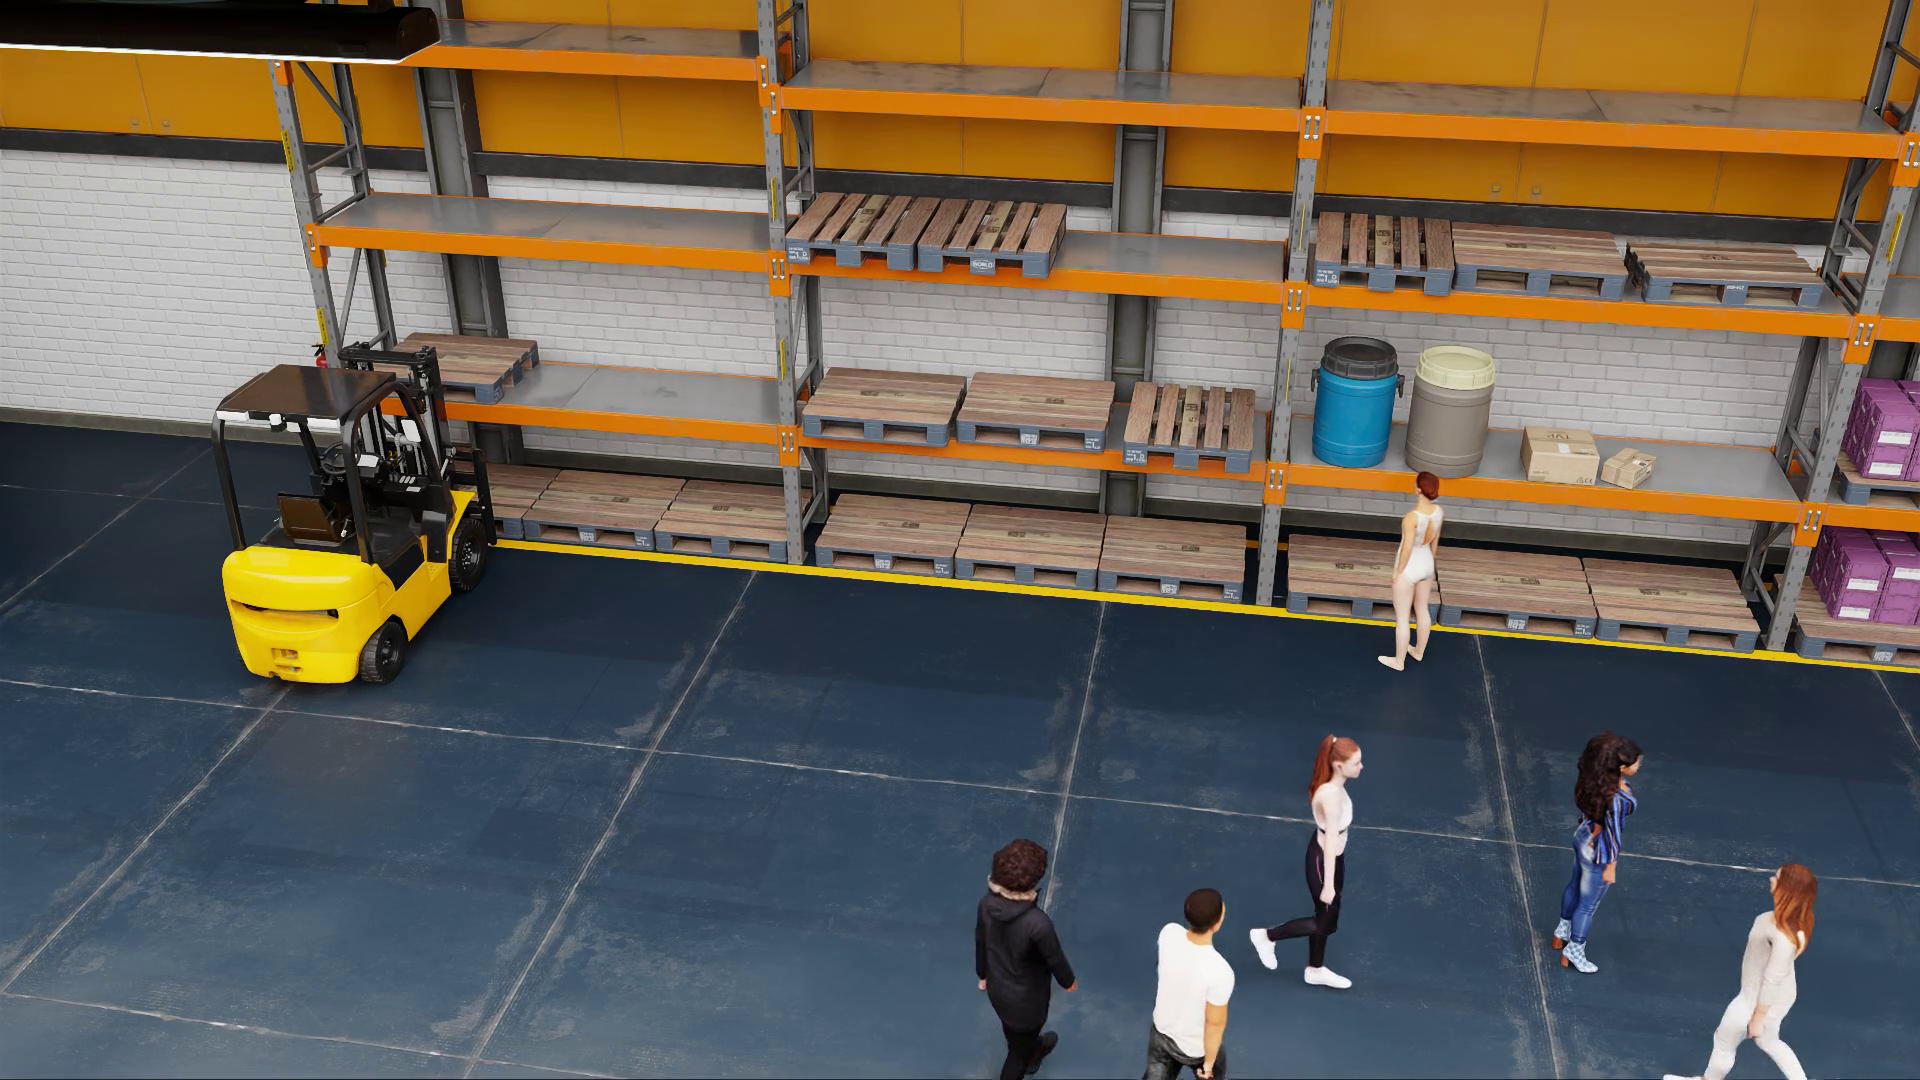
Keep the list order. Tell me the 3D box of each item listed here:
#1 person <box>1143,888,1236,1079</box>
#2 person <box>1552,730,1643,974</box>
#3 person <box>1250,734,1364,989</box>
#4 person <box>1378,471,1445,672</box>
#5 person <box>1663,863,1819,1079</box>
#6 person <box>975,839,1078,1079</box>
[{"bbox_3d":[1.056,2.521,8.304,1.115,1.762,1.080,25,37,38],"label":"person"},{"bbox_3d":[3.727,1.814,9.743,0.562,1.625,0.616,2,29,5],"label":"person"},{"bbox_3d":[2.010,1.862,9.541,0.863,1.734,0.652,8,30,14],"label":"person"},{"bbox_3d":[3.455,0.230,12.628,0.603,1.643,0.667,-18,33,-30],"label":"person"},{"bbox_3d":[4.255,2.394,8.622,1.122,1.680,0.915,20,35,33],"label":"person"},{"bbox_3d":[0.273,2.361,8.612,0.973,1.747,0.965,22,36,35],"label":"person"}]
